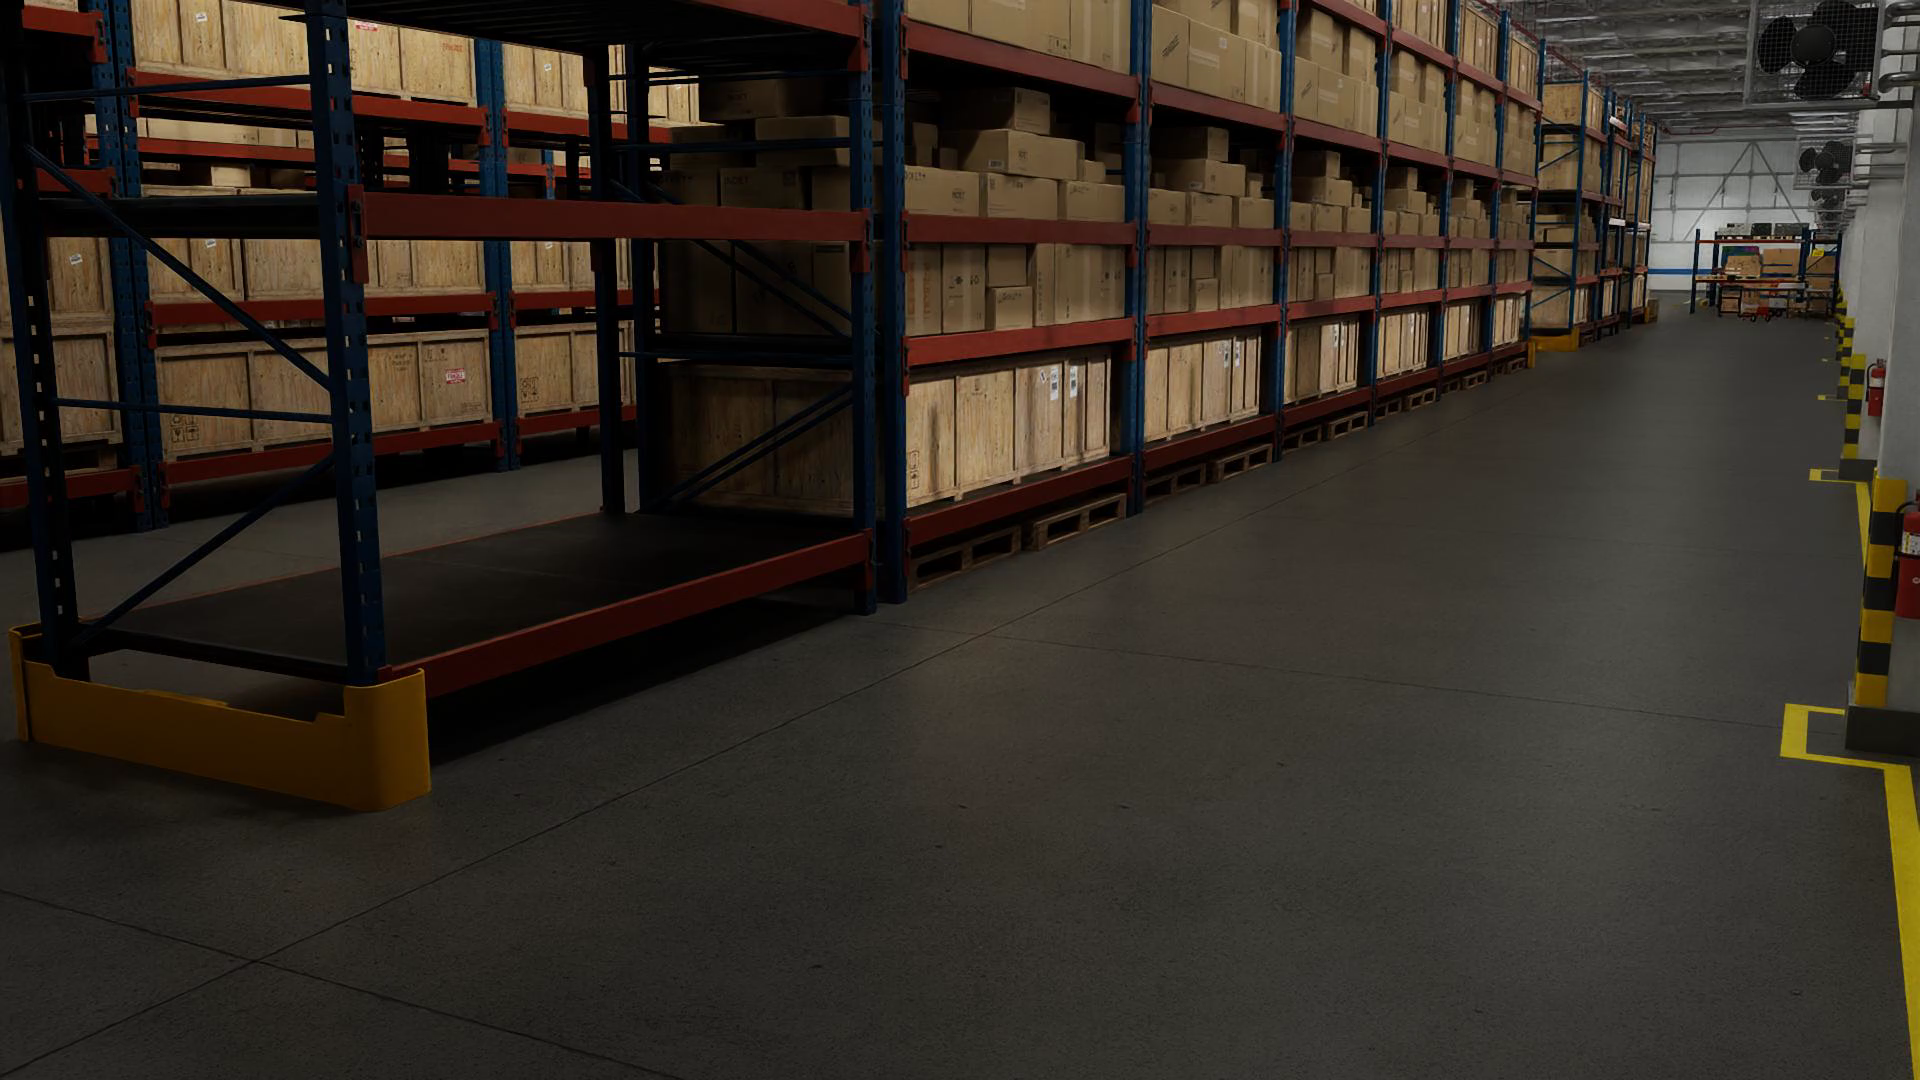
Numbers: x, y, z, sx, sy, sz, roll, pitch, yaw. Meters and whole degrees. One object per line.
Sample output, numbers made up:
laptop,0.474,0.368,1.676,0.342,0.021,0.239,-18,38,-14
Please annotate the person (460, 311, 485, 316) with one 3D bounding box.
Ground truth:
person,-6.098,-2.419,21.374,0.600,1.833,0.404,-2,10,-12
